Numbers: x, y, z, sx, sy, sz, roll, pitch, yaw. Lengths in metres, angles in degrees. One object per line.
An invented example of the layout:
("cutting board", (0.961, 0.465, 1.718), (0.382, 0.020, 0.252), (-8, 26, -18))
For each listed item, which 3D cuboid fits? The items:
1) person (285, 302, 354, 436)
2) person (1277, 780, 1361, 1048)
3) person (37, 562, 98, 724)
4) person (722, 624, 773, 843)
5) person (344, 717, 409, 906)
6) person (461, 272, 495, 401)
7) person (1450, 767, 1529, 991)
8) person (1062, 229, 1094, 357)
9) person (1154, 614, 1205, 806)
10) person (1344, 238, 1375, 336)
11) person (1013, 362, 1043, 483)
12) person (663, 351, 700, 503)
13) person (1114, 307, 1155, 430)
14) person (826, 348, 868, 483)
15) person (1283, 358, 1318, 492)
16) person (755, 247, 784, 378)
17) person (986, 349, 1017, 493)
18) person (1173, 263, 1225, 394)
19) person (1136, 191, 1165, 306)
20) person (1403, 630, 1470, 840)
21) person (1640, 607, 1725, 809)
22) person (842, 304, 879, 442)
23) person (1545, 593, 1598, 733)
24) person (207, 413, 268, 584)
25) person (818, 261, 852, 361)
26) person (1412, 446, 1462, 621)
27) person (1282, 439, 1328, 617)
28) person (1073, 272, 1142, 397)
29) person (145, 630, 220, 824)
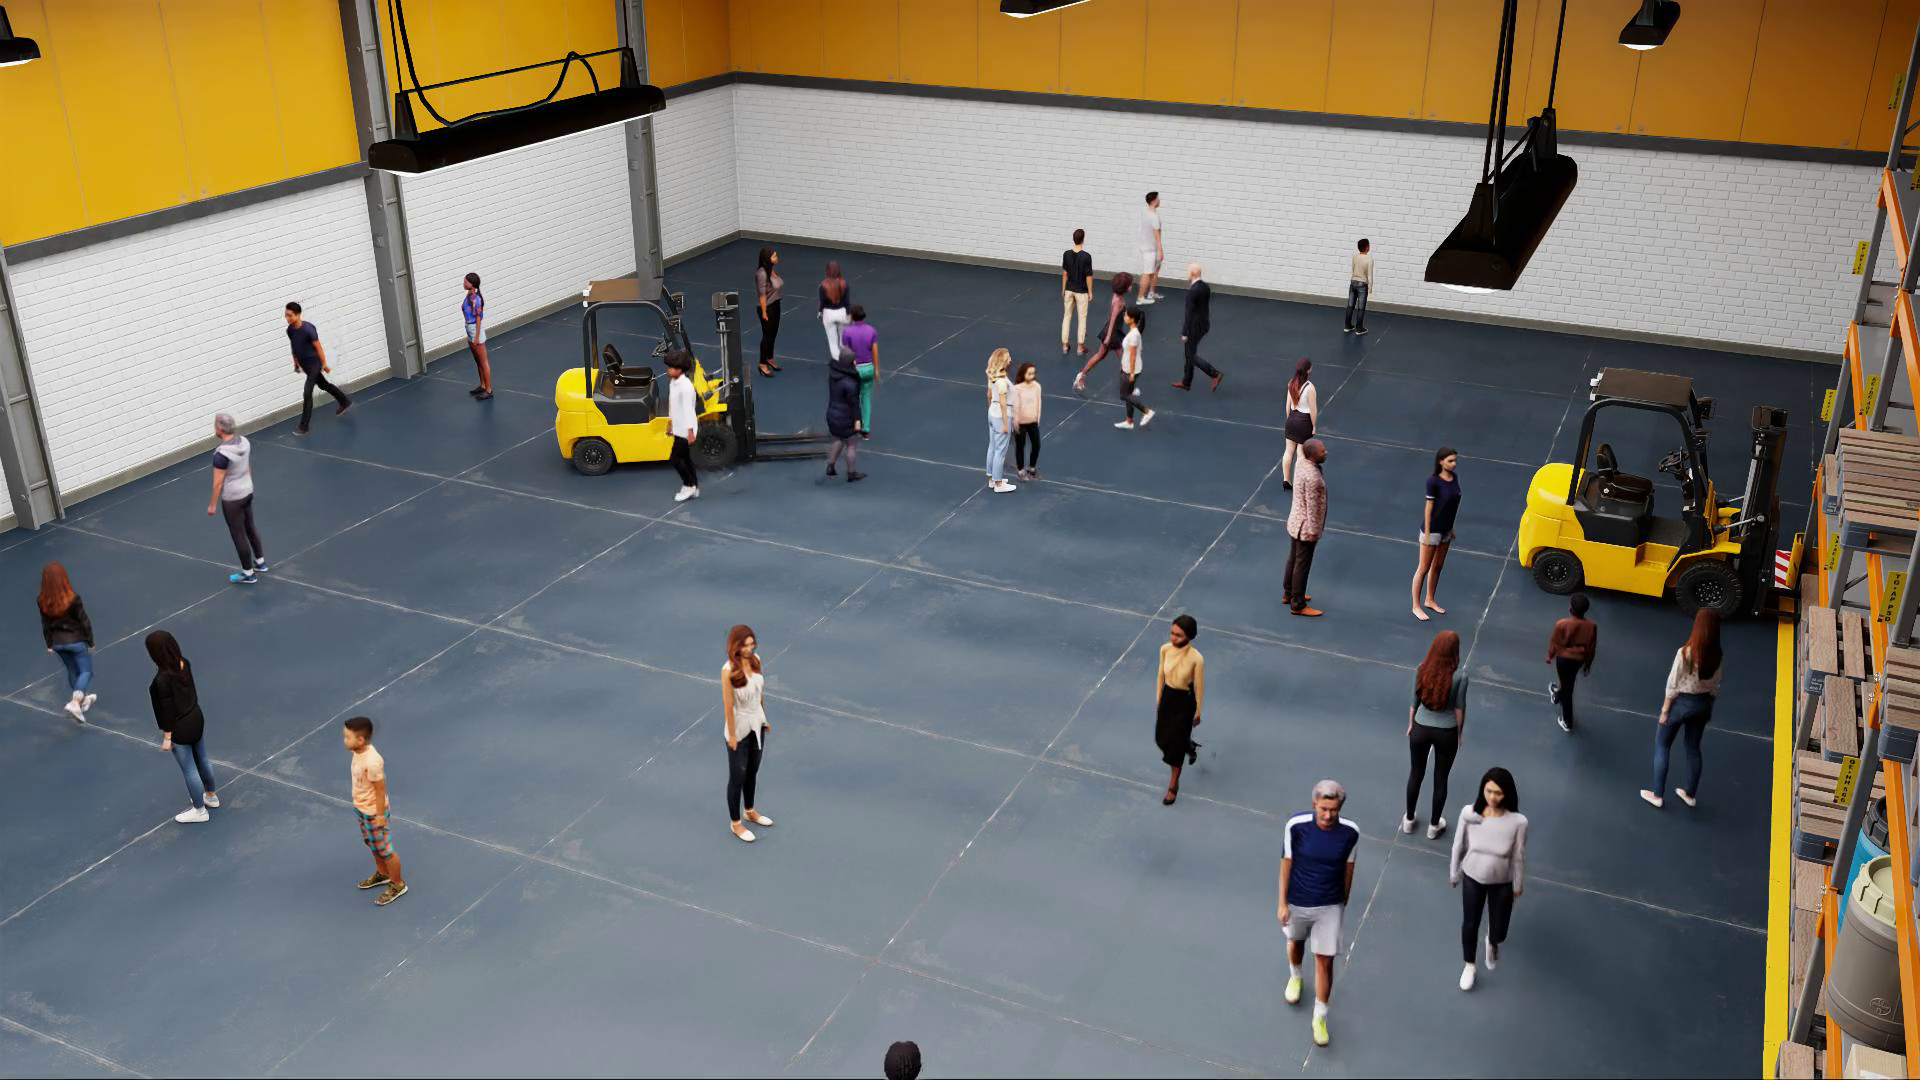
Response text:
("person", (-8.281, -2.251, 21.452), (0.735, 1.706, 1.308), (14, 27, 29))
("person", (2.312, 2.299, 10.921), (0.778, 1.805, 1.034), (5, 24, 12))
("person", (-7.803, 0.909, 14.521), (0.778, 1.468, 0.931), (-1, 24, -1))
("person", (-1.679, 1.461, 12.866), (0.675, 1.783, 0.491), (14, 27, 29))
("person", (-4.288, 1.946, 12.156), (0.610, 1.462, 0.607), (-20, 30, -38))
("person", (-6.579, -2.792, 22.645), (0.692, 1.742, 0.667), (-13, 27, -27))
("person", (3.572, 2.239, 11.201), (0.625, 1.690, 0.655), (10, 26, 23))
("person", (1.717, -3.649, 24.466), (0.634, 1.854, 0.548), (12, 26, 25))
("person", (1.799, 1.335, 13.330), (0.675, 1.640, 0.851), (18, 29, 35))
("person", (6.122, -3.899, 25.530), (0.594, 1.460, 0.592), (21, 31, 40))
("person", (0.752, -1.425, 19.850), (0.655, 1.477, 0.731), (-11, 26, -23))
("person", (-3.123, -1.317, 19.202), (0.812, 1.797, 0.770), (-12, 26, -25))
("person", (2.293, -2.188, 21.397), (0.750, 1.635, 0.752), (4, 24, 8))
("person", (-1.417, -1.467, 19.705), (0.882, 1.669, 0.833), (-17, 29, -33))
("person", (3.968, -1.337, 19.433), (0.618, 1.649, 0.619), (-21, 31, -39))
("person", (-2.723, -3.246, 23.560), (0.750, 1.840, 0.596), (6, 24, 13))
("person", (0.456, -1.410, 19.503), (0.762, 1.726, 0.702), (-8, 25, -18))
("person", (3.301, -2.865, 22.780), (0.872, 1.767, 0.972), (12, 26, 25))
("person", (2.985, -4.706, 26.902), (0.944, 1.839, 0.879), (-5, 24, -12))
("person", (3.660, 1.499, 12.829), (0.566, 1.742, 0.519), (11, 26, 24))
("person", (5.821, 1.355, 13.197), (0.679, 1.711, 0.696), (-5, 24, -12))
("person", (-1.252, -2.092, 21.026), (0.787, 1.755, 0.849), (-9, 25, -19))
("person", (5.316, 1.079, 14.437), (0.763, 1.223, 0.946), (-1, 24, -1))
("person", (-7.424, -0.432, 17.146), (0.845, 1.823, 0.691), (3, 24, 6))
("person", (-1.763, -3.138, 23.637), (0.945, 1.580, 1.008), (-8, 25, -18))
("person", (4.709, -0.091, 16.434), (0.621, 1.766, 0.722), (-15, 28, -31))
("person", (3.417, -0.151, 16.521), (0.836, 1.808, 0.707), (-1, 24, -2))
("person", (1.984, -2.754, 22.562), (0.951, 1.738, 1.158), (0, 24, 0))
("person", (-6.109, 1.443, 13.076), (0.690, 1.646, 0.560), (2, 24, 5))
